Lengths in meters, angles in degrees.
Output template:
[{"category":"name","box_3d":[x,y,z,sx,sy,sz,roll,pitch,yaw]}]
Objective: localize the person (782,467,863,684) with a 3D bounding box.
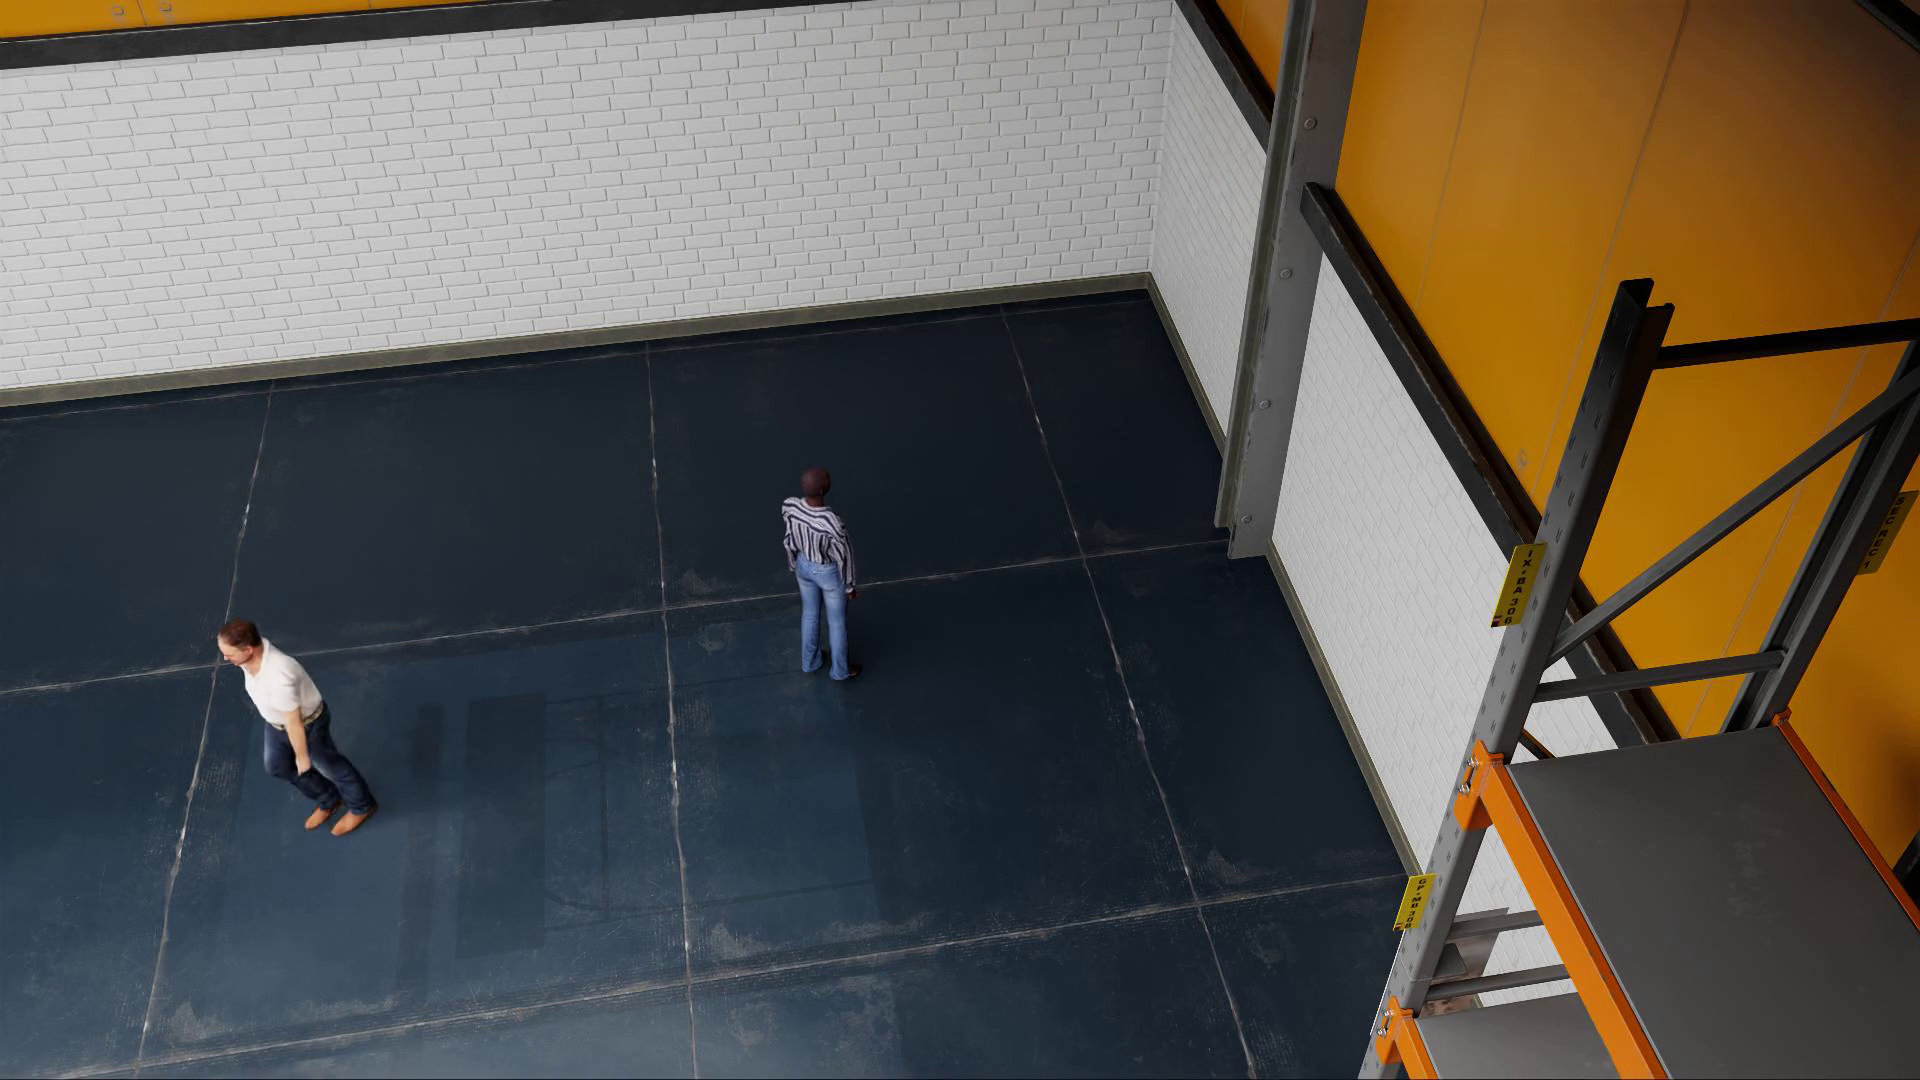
[{"category":"person","box_3d":[-0.877,0.233,10.567,0.704,1.795,0.743,22,48,21]}]

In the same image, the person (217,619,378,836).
[{"category":"person","box_3d":[-3.783,1.021,9.718,0.870,1.824,0.954,28,50,26]}]
